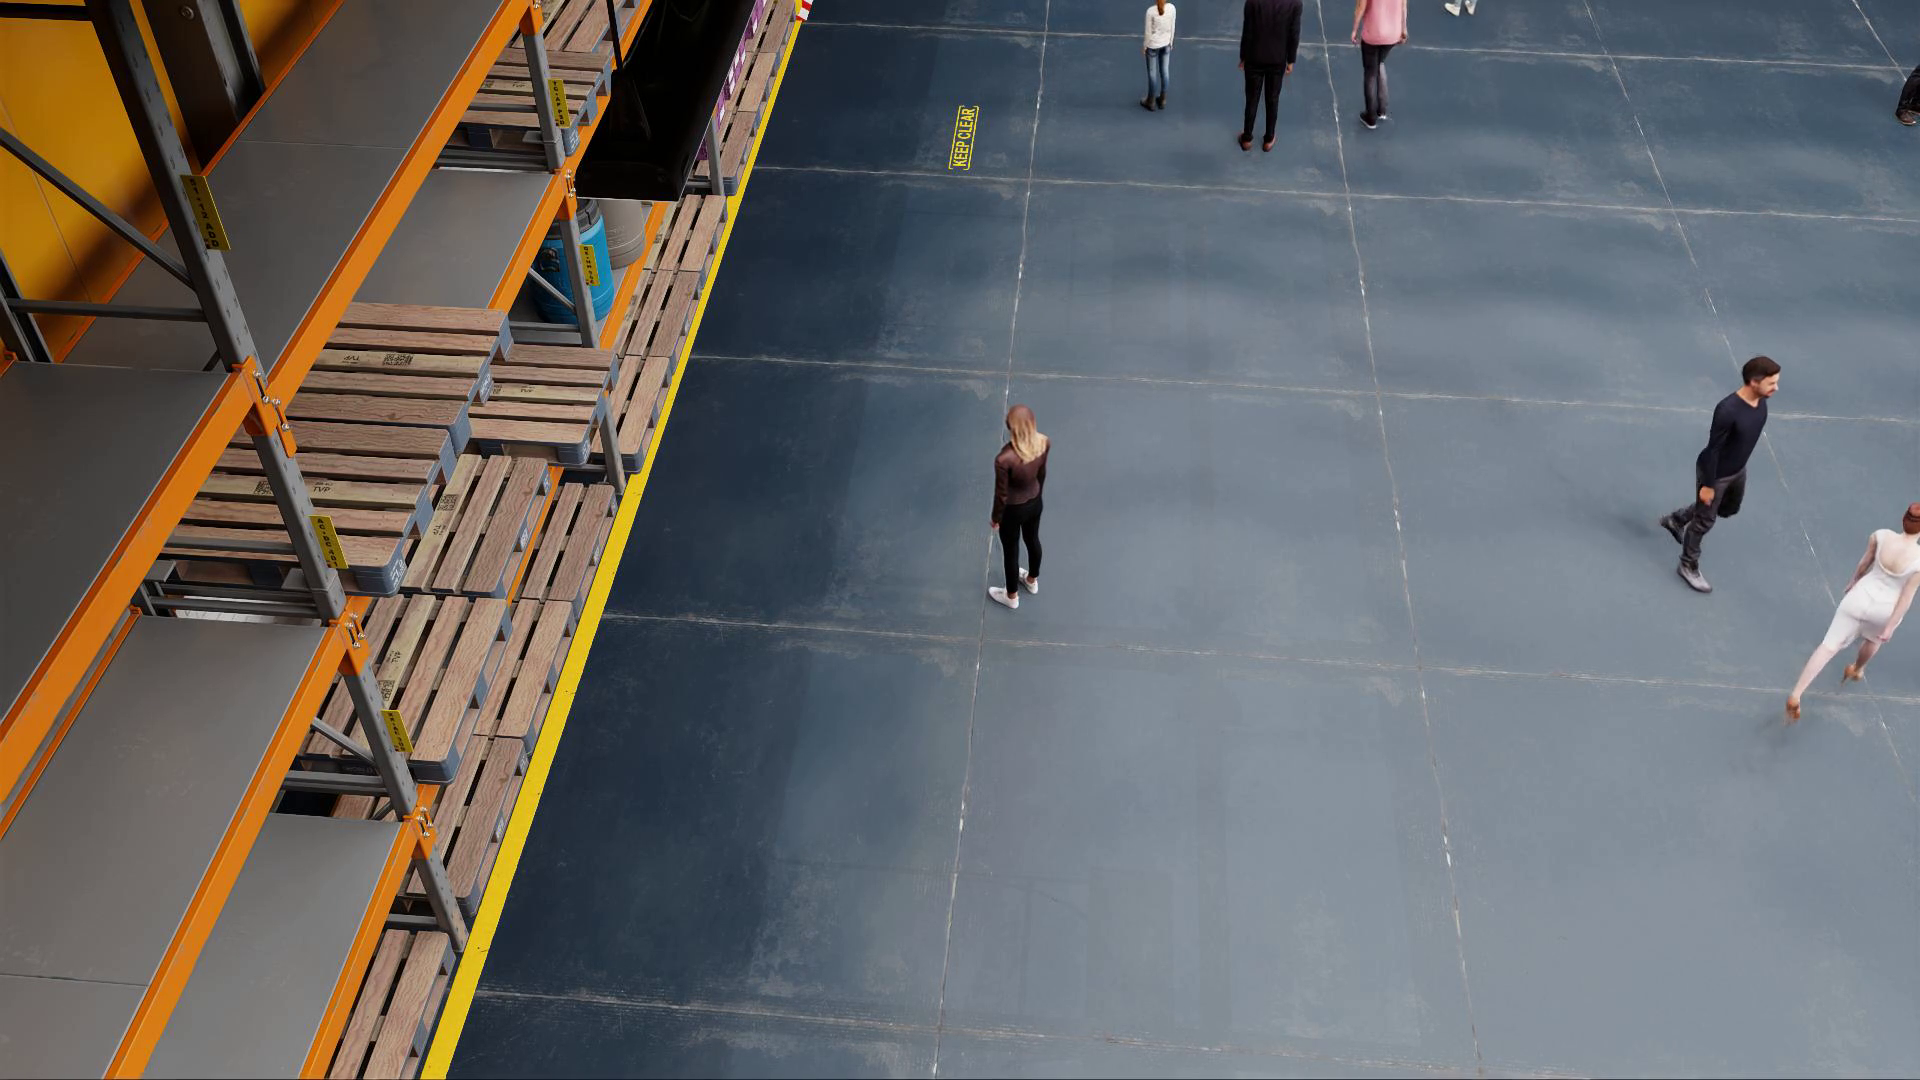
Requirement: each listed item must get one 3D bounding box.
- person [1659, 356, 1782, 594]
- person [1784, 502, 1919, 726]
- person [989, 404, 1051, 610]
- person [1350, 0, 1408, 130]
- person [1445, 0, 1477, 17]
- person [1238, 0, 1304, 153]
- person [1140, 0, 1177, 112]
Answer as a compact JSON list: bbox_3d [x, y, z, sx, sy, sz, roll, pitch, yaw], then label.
[{"bbox_3d":[5.178,-0.514,11.438,0.926,1.858,1.004,-25,49,-24],"label":"person"},{"bbox_3d":[5.646,0.487,10.467,1.084,1.748,1.092,-25,49,-24],"label":"person"},{"bbox_3d":[0.408,-0.228,11.249,0.660,1.705,0.727,-31,52,-29],"label":"person"},{"bbox_3d":[4.028,-4.784,15.866,0.777,1.932,0.744,-7,44,-7],"label":"person"},{"bbox_3d":[5.538,-6.320,17.935,0.592,1.303,0.587,-10,44,-10],"label":"person"},{"bbox_3d":[2.886,-4.557,15.664,0.688,1.883,0.535,5,44,5],"label":"person"},{"bbox_3d":[1.960,-4.876,16.410,0.536,1.316,0.571,-12,45,-12],"label":"person"}]
